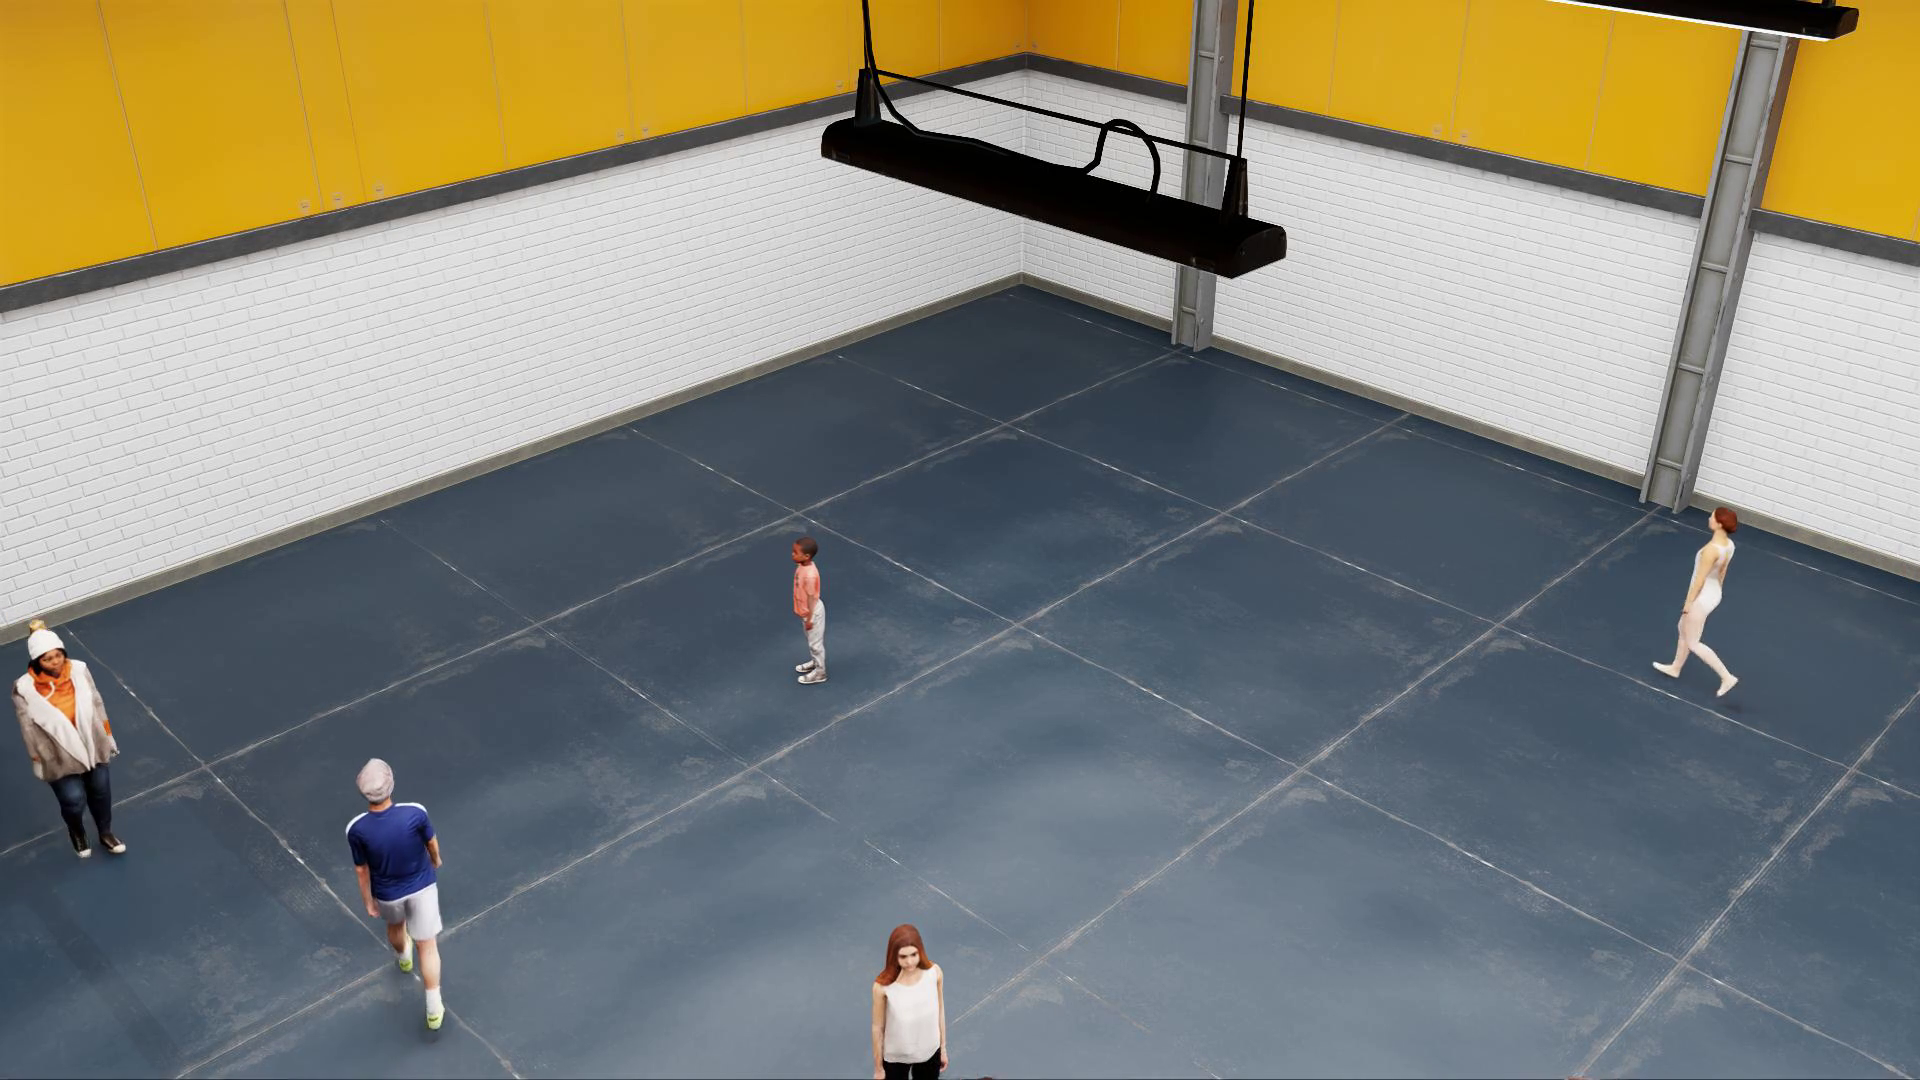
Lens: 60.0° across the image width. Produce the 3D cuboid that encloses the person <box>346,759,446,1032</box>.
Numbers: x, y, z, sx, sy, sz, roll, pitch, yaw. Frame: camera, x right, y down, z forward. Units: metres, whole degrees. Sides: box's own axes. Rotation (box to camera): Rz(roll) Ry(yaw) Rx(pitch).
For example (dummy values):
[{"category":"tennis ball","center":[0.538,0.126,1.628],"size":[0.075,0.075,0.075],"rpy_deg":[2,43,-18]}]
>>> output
[{"category":"person","center":[-3.375,2.182,10.164],"size":[0.994,1.789,1.254],"rpy_deg":[-9,30,-17]}]

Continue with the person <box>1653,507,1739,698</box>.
[{"category":"person","center":[6.056,0.518,13.387],"size":[0.915,1.624,0.558],"rpy_deg":[25,37,37]}]

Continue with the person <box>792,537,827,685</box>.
[{"category":"person","center":[-1.217,0.562,13.635],"size":[0.610,1.310,0.526],"rpy_deg":[-8,30,-14]}]

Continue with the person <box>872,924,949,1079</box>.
[{"category":"person","center":[-0.285,2.793,9.114],"size":[0.642,1.722,0.627],"rpy_deg":[-11,30,-19]}]

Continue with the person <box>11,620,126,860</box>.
[{"category":"person","center":[-6.223,1.374,11.548],"size":[0.714,1.882,0.740],"rpy_deg":[21,35,33]}]
